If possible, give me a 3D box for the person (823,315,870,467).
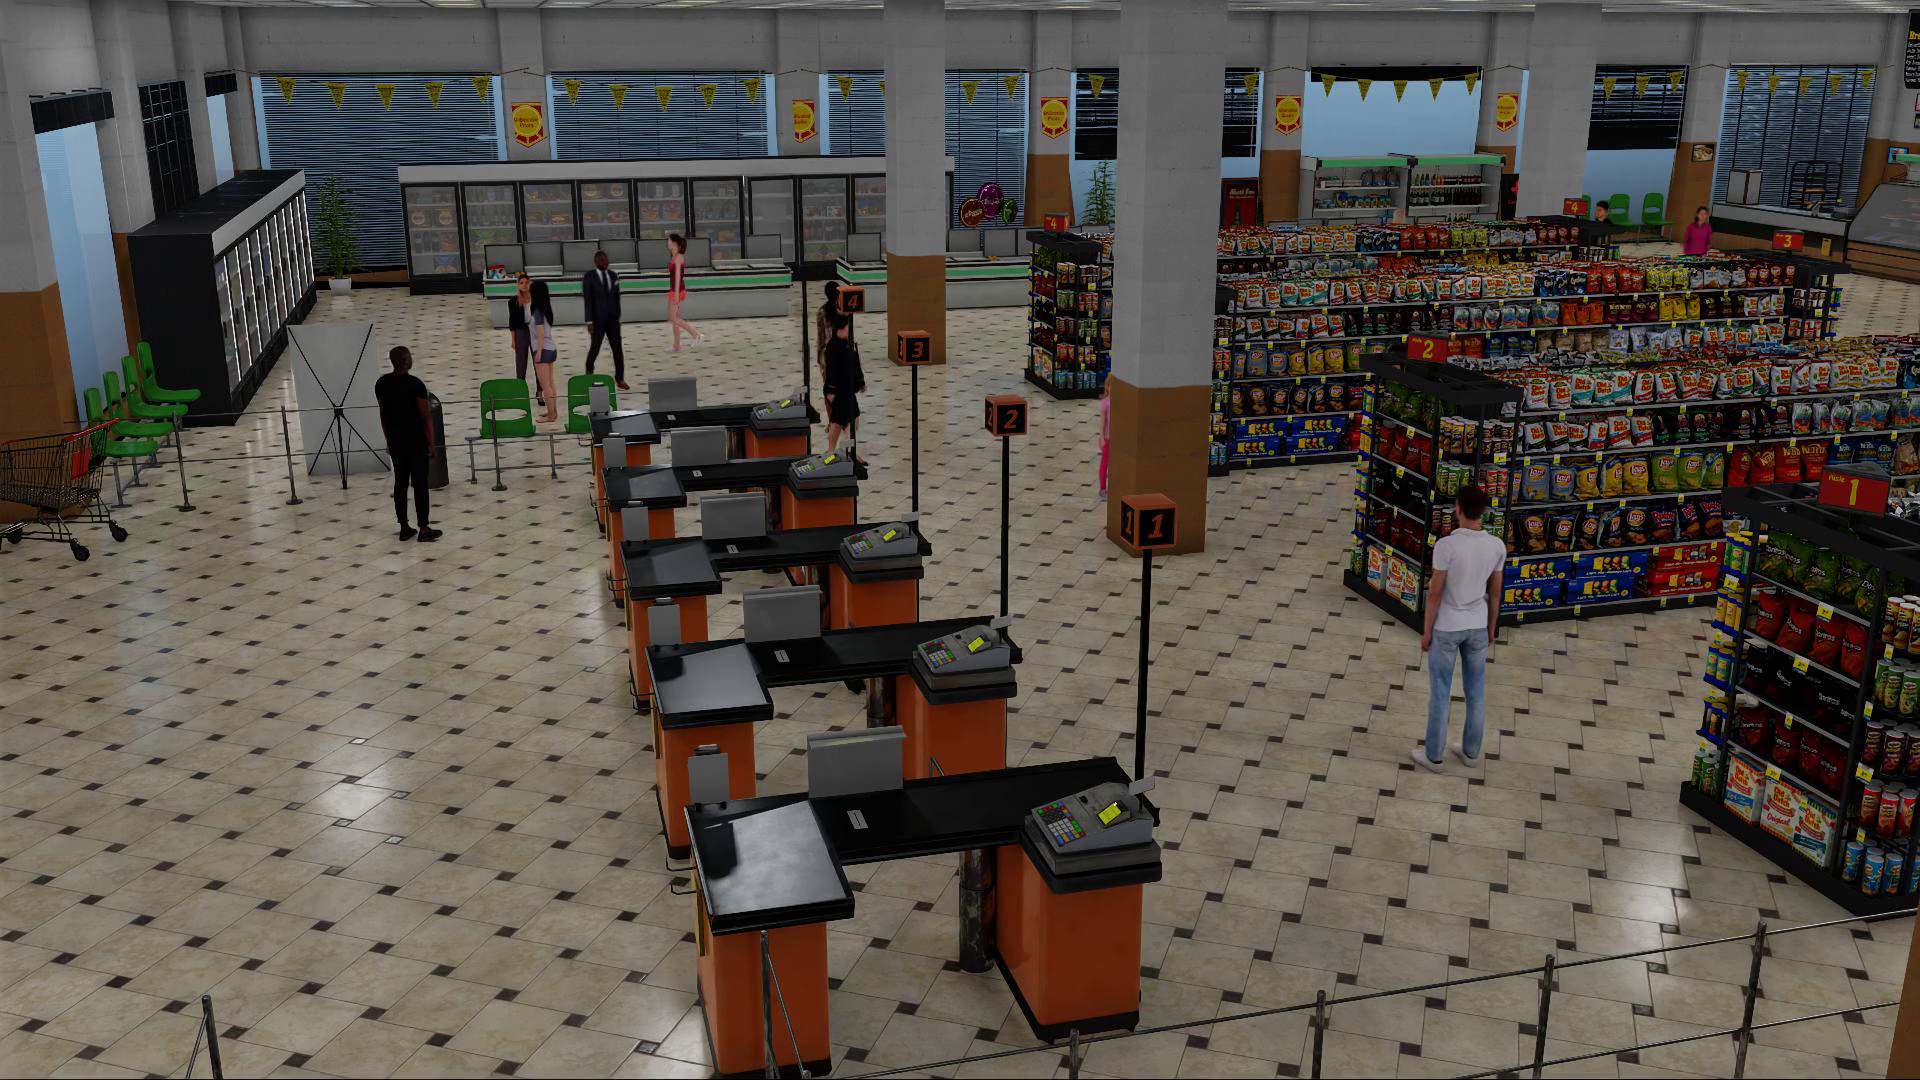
[{"bbox_3d":[-1.357,-1.603,17.992,0.959,1.653,0.901,5,18,17],"label":"person"}]

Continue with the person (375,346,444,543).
[{"bbox_3d":[-5.105,-0.892,15.366,0.672,1.819,0.805,4,17,14],"label":"person"}]

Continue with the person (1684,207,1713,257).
[{"bbox_3d":[12.795,-4.952,28.995,1.035,1.669,0.982,5,18,17],"label":"person"}]

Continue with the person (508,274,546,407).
[{"bbox_3d":[-5.433,-2.515,20.965,0.516,1.671,0.691,-7,18,-22],"label":"person"}]

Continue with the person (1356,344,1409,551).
[{"bbox_3d":[3.997,-0.824,15.039,1.217,1.879,0.943,-12,20,-33],"label":"person"}]

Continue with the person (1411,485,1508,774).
[{"bbox_3d":[3.166,0.564,10.516,0.461,1.851,0.695,-4,17,-14],"label":"person"}]

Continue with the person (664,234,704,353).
[{"bbox_3d":[-4.097,-3.622,24.488,0.827,1.742,0.614,-3,17,-9],"label":"person"}]

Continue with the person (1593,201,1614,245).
[{"bbox_3d":[10.963,-4.813,28.295,1.264,1.810,0.803,-8,19,-24],"label":"person"}]

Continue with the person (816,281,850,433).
[{"bbox_3d":[-1.476,-2.145,19.538,0.509,1.793,0.665,-7,18,-21],"label":"person"}]

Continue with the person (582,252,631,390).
[{"bbox_3d":[-4.774,-2.918,22.070,1.231,1.800,1.072,-12,21,-35],"label":"person"}]

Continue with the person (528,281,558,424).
[{"bbox_3d":[-5.050,-2.292,20.173,0.610,1.706,0.649,0,17,0],"label":"person"}]
